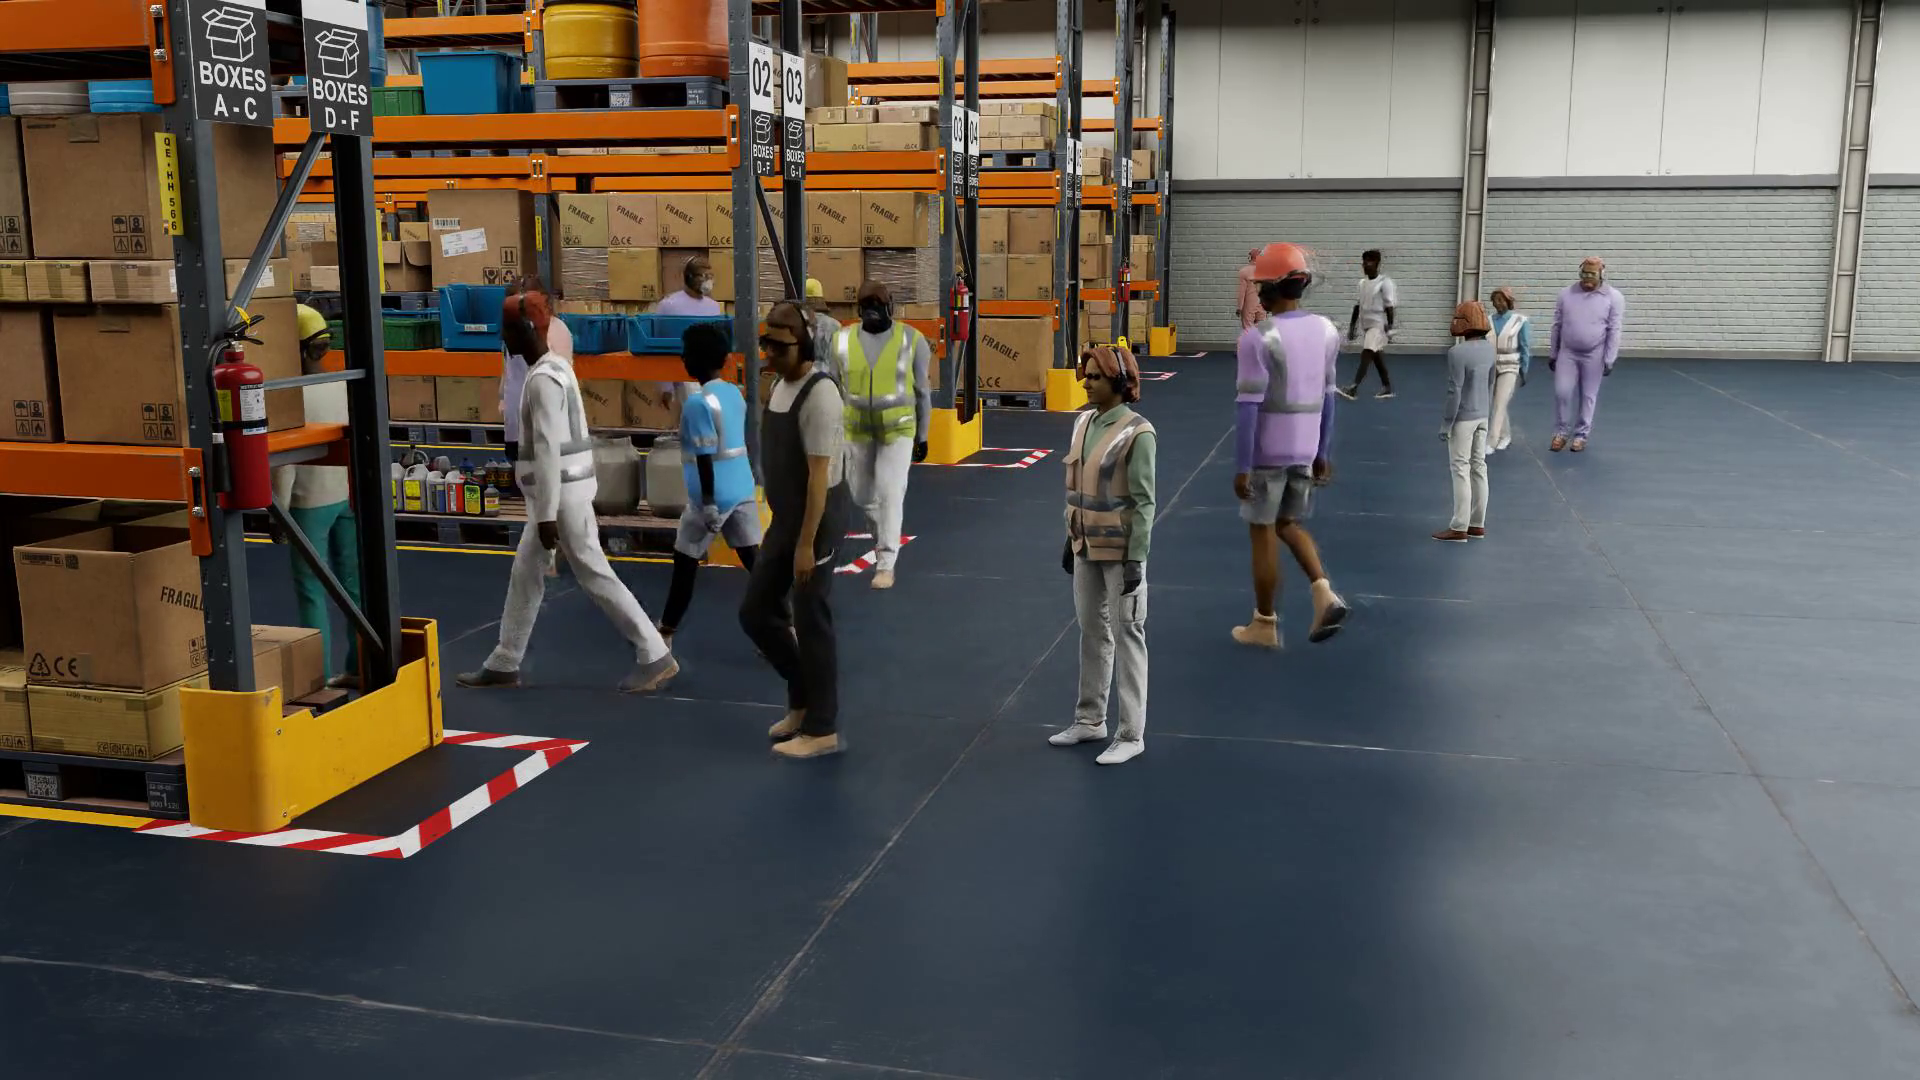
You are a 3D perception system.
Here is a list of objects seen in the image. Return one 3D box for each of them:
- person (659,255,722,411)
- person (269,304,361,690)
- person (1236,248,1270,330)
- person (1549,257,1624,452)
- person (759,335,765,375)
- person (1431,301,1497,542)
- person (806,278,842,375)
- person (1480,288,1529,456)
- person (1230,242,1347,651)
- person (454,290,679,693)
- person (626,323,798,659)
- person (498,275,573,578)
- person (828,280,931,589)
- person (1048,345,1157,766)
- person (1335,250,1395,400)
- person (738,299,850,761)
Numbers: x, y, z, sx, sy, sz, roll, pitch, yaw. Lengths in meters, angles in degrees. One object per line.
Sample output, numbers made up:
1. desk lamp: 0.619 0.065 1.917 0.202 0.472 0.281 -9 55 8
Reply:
1. person: -1.945 -1.155 12.457 0.472 1.923 0.659 5 12 27
2. person: -2.852 -0.154 7.367 0.330 1.768 0.525 4 11 20
3. person: 4.881 -3.896 27.696 0.651 1.907 0.409 -4 11 -21
4. person: 5.974 -1.764 15.951 0.660 1.876 0.654 6 12 28
5. person: -2.295 -2.445 19.311 0.404 2.037 0.605 -1 10 -7
6. person: 3.441 -0.802 11.309 0.505 1.633 0.279 -9 13 -40
7. person: -1.193 -1.239 13.441 0.500 1.740 0.328 0 10 1
8. person: 5.185 -1.625 15.983 0.534 1.593 0.871 9 13 40
9. person: 1.594 -0.431 8.148 0.625 2.032 0.552 -7 12 -32
10. person: -1.764 -0.197 7.463 1.007 1.841 0.604 -2 10 -12
11. person: -1.175 -0.226 8.076 0.915 1.645 0.538 4 11 20
12. person: -2.566 -0.673 10.036 0.448 1.832 0.651 2 10 11
13. person: -0.477 -0.661 10.047 0.638 1.819 0.800 2 10 11
14. person: 0.580 0.055 6.545 0.307 1.641 0.514 -6 12 -31
15. person: 5.241 -2.752 21.340 1.019 1.906 0.633 -4 11 -22
16. person: -0.643 -0.022 6.489 0.408 1.819 0.505 -7 12 -33
